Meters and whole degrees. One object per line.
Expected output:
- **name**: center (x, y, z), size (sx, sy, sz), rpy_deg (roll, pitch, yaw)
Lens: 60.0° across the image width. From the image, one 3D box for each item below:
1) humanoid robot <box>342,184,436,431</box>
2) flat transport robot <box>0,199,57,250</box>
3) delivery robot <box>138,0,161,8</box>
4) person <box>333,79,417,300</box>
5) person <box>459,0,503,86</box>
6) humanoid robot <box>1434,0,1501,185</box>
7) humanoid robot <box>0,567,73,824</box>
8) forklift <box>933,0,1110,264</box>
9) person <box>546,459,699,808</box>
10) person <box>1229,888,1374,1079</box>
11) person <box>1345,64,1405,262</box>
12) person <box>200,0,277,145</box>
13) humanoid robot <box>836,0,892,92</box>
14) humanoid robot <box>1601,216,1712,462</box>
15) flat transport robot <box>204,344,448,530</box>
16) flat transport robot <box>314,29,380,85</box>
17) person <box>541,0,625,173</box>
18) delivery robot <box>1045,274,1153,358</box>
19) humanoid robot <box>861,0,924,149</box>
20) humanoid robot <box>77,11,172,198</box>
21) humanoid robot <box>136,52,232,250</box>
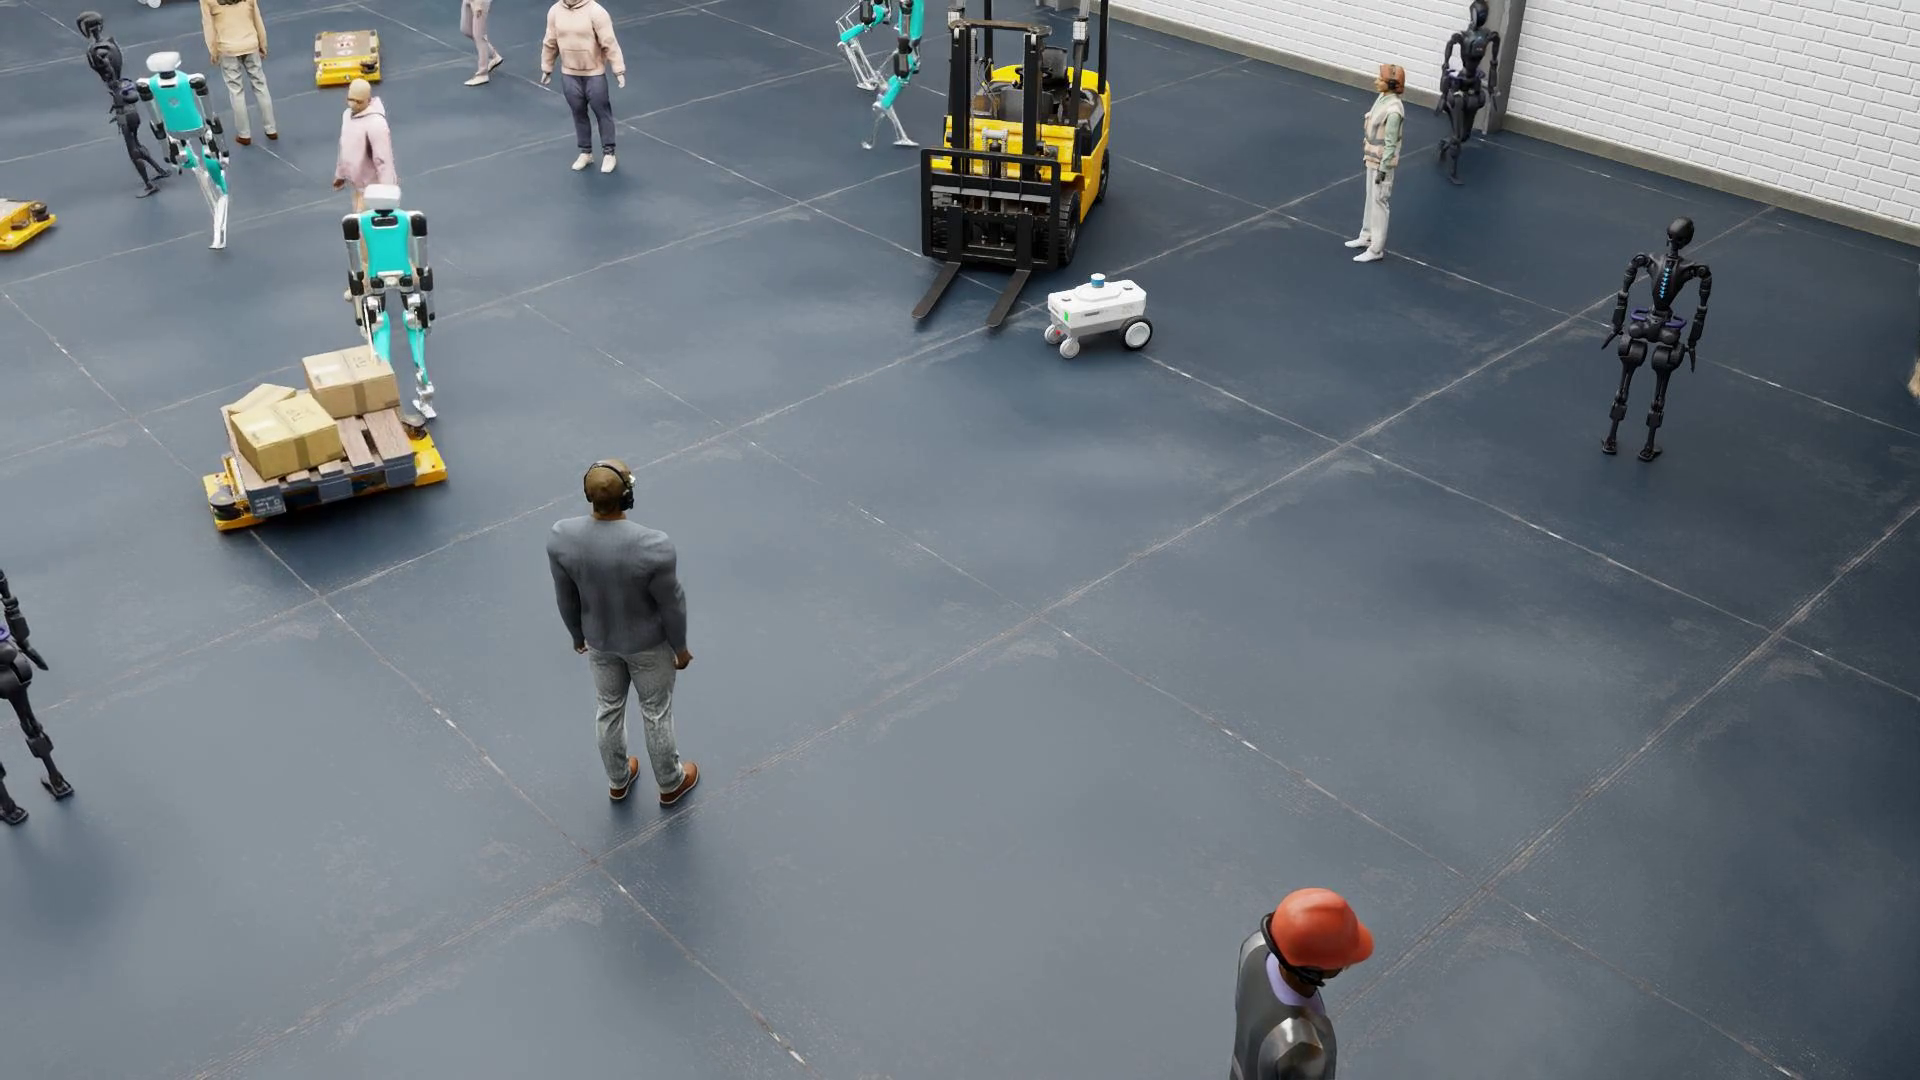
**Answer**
- **humanoid robot**: center (-3.714, -1.425, 11.035), size (0.578, 1.770, 0.893), rpy_deg (-11, 35, -16)
- **flat transport robot**: center (-8.685, -2.744, 14.390), size (1.431, 0.231, 0.659), rpy_deg (4, 33, 6)
- **delivery robot**: center (-9.788, -6.933, 20.584), size (0.499, 0.614, 0.791), rpy_deg (25, 41, 33)
- **person**: center (-4.706, -2.757, 13.059), size (0.607, 1.741, 0.626), rpy_deg (-22, 39, -30)
- **person**: center (-5.154, -5.707, 17.574), size (0.456, 1.749, 0.547), rpy_deg (-23, 40, -31)
- **humanoid robot**: center (4.628, -4.152, 15.299), size (0.603, 1.643, 0.701), rpy_deg (-6, 34, -10)
- **humanoid robot**: center (-4.710, 0.610, 7.942), size (0.328, 1.655, 0.600), rpy_deg (23, 40, 31)
- **forklift**: center (0.570, -3.725, 14.138), size (1.214, 2.155, 2.313), rpy_deg (9, 34, 13)
- **person**: center (-1.582, 0.465, 7.929), size (0.632, 1.939, 0.369), rpy_deg (6, 34, 9)
- **person**: center (1.083, 1.931, 5.582), size (0.376, 2.043, 0.606), rpy_deg (-5, 33, -7)
- **person**: center (3.453, -3.104, 13.685), size (0.306, 1.641, 0.513), rpy_deg (0, 33, 0)
- **person**: center (-6.944, -4.750, 16.016), size (0.563, 1.868, 0.399), rpy_deg (-25, 41, -33)
- **humanoid robot**: center (-1.011, -5.535, 17.211), size (0.735, 1.677, 0.533), rpy_deg (16, 36, 23)
- **humanoid robot**: center (4.541, -1.327, 10.908), size (0.599, 1.657, 0.315), rpy_deg (17, 37, 25)
- **flat transport robot**: center (-4.147, -0.446, 10.859), size (1.431, 0.231, 0.659), rpy_deg (-16, 36, -23)
- **flat transport robot**: center (-6.775, -5.352, 18.399), size (0.659, 0.231, 1.431), rpy_deg (-9, 34, -14)
- **person**: center (-3.479, -4.353, 15.412), size (0.814, 1.856, 0.436), rpy_deg (6, 33, 9)
- **delivery robot**: center (1.025, -1.715, 12.539), size (0.765, 0.585, 0.499), rpy_deg (-13, 35, -19)
- **humanoid robot**: center (-0.704, -4.505, 15.841), size (0.778, 1.890, 0.555), rpy_deg (8, 34, 12)
- **humanoid robot**: center (-7.475, -3.921, 14.916), size (0.444, 1.647, 0.613), rpy_deg (-16, 36, -23)
- **humanoid robot**: center (-6.359, -3.287, 13.879), size (0.545, 1.724, 0.975), rpy_deg (-7, 34, -11)
